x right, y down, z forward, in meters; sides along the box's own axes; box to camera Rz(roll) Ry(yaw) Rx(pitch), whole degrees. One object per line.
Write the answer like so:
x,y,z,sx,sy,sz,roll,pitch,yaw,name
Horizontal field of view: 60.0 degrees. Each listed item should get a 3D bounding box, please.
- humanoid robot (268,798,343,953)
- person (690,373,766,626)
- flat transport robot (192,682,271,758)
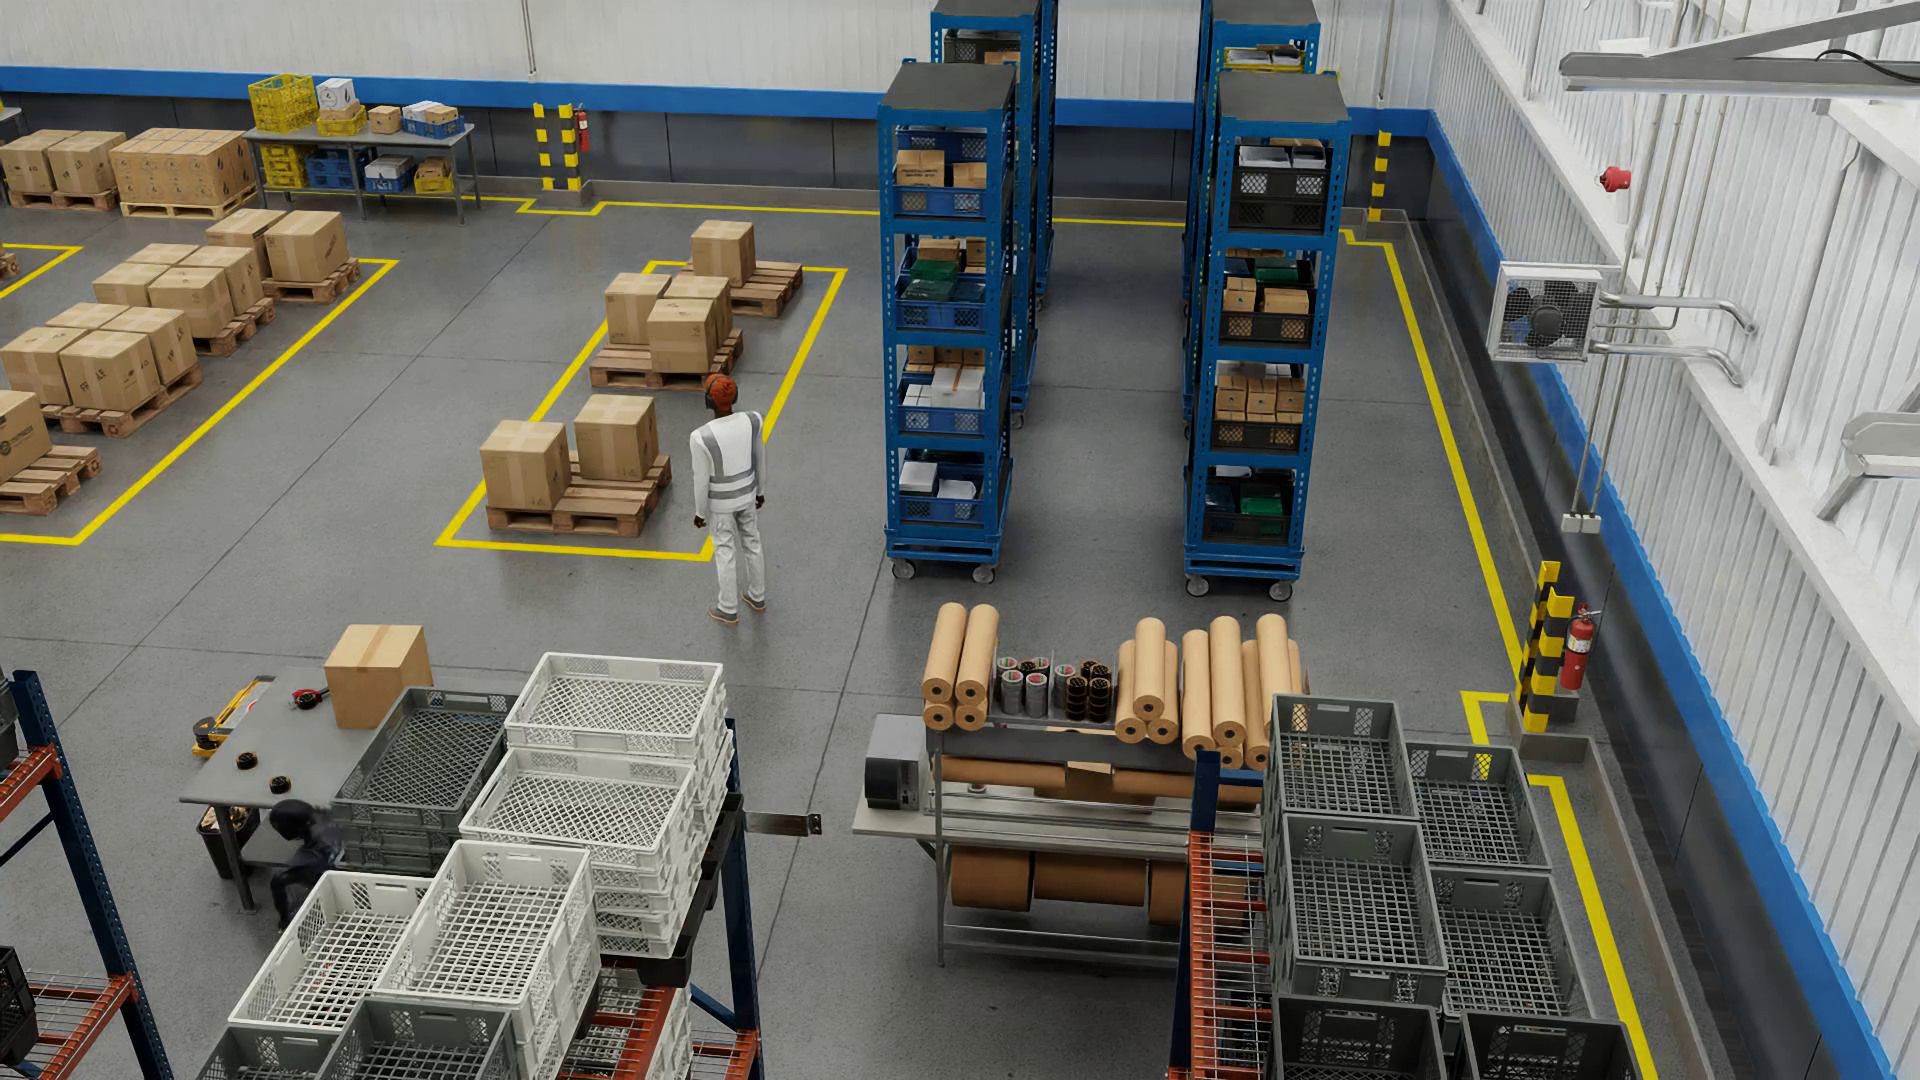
-2.952,1.903,8.046,0.718,1.609,0.547,11,32,18,humanoid robot
-1.598,-0.282,11.554,0.576,1.882,0.354,-24,38,-34,person
-4.089,1.163,10.648,1.431,0.197,0.652,3,30,6,flat transport robot
